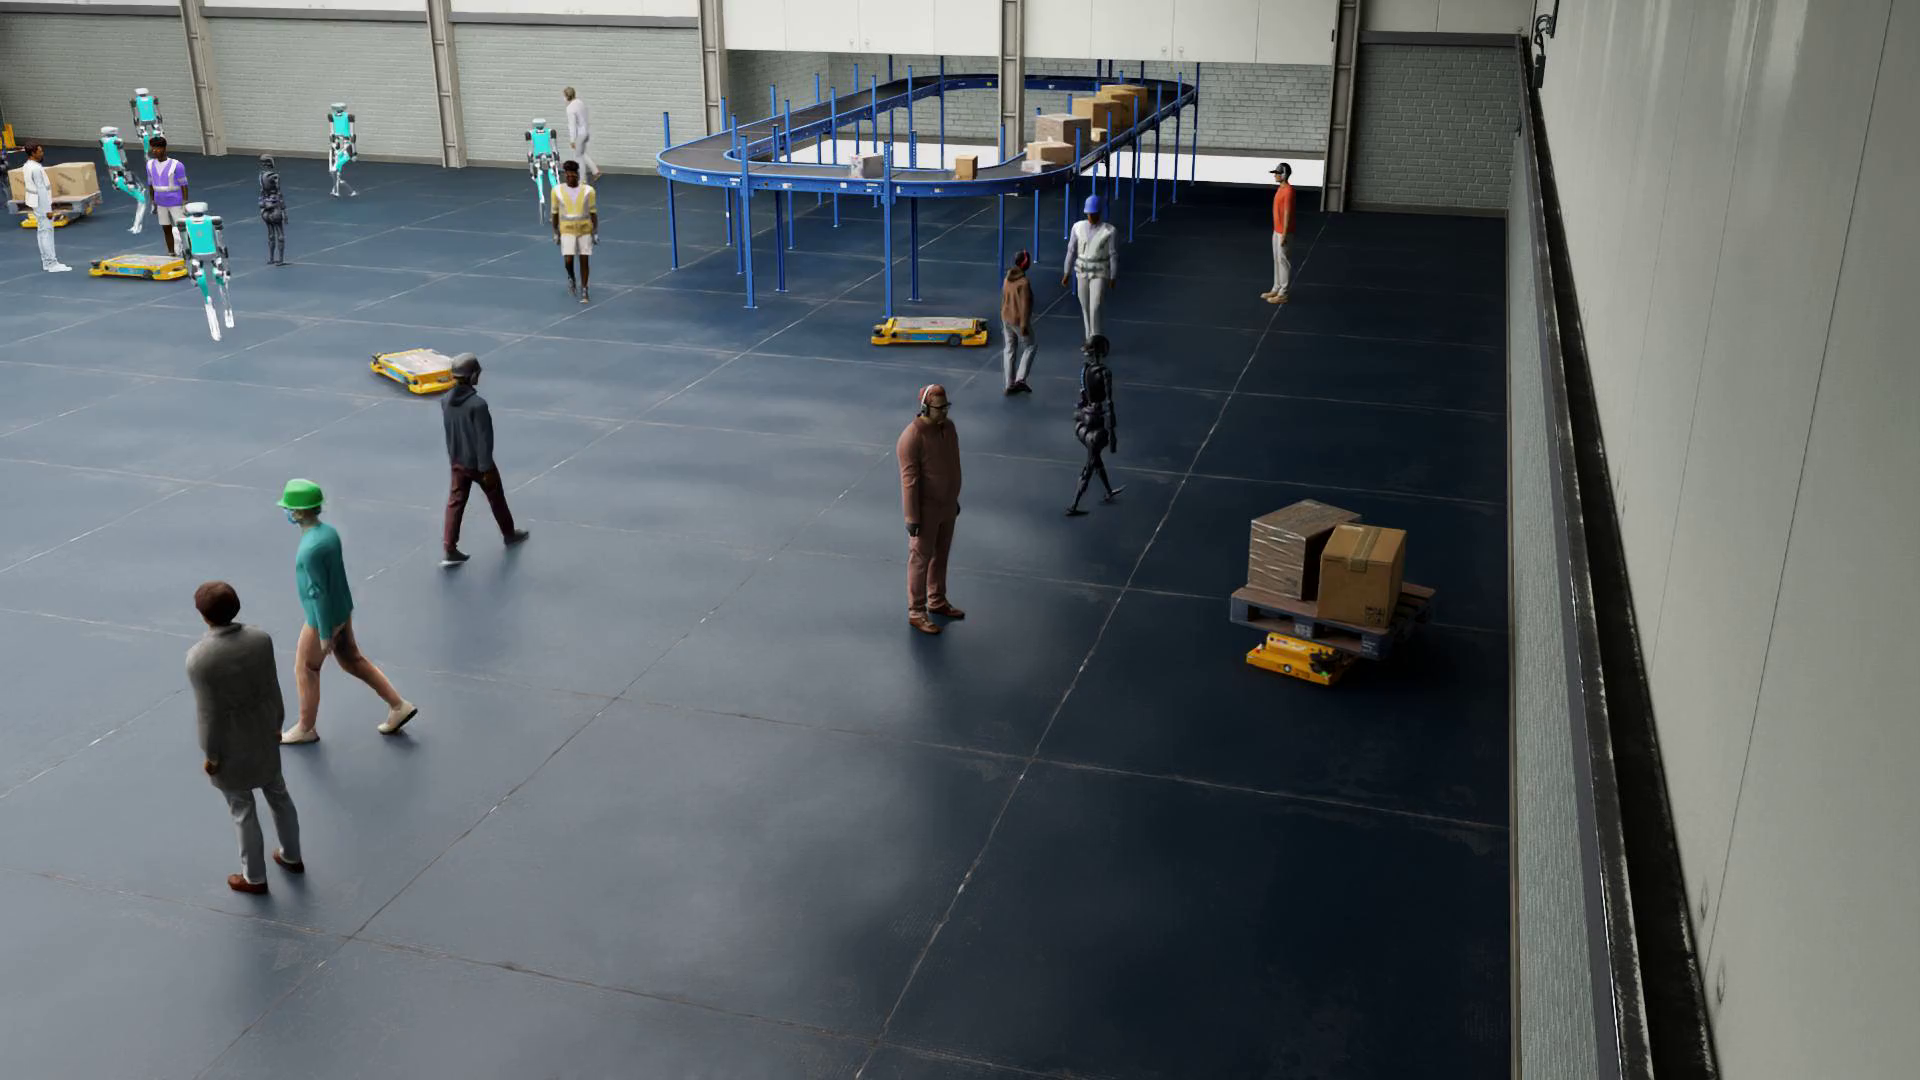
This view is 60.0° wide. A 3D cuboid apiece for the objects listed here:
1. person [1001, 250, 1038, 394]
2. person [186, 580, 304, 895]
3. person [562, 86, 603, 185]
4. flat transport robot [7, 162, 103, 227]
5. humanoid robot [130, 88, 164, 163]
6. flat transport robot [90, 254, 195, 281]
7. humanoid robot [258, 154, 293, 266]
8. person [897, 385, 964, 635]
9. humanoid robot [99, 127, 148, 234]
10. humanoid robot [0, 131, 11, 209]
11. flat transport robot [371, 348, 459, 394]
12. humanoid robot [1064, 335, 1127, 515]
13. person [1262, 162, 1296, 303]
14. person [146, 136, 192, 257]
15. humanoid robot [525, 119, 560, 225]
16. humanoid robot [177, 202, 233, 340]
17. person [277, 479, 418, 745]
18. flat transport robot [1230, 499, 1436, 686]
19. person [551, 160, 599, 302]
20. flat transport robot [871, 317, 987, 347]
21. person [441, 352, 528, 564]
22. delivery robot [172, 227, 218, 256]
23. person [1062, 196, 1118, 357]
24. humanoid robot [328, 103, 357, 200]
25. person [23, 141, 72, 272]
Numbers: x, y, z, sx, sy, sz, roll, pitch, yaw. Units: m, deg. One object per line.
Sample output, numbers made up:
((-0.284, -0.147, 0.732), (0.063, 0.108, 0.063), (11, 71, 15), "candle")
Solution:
((0.662, -2.428, 18.576), (0.409, 1.632, 0.455), (-16, 27, -36), "person")
((-3.970, 1.087, 9.190), (0.360, 1.830, 0.514), (13, 25, 30), "person")
((-7.312, -7.763, 32.041), (0.544, 1.914, 0.676), (3, 21, 7), "person")
((-15.641, -5.647, 28.823), (0.659, 0.231, 1.431), (-3, 21, -7), "flat transport robot")
((-16.344, -8.208, 33.461), (0.532, 1.769, 0.873), (-15, 26, -34), "humanoid robot")
((-12.093, -4.048, 24.677), (1.431, 0.231, 0.659), (6, 22, 15), "flat transport robot")
((-10.413, -5.010, 25.214), (0.590, 1.654, 0.323), (16, 26, 35), "humanoid robot")
((-0.189, -0.249, 12.551), (0.411, 1.906, 0.654), (13, 25, 30), "person")
((-13.822, -6.016, 27.734), (0.531, 1.777, 0.693), (11, 24, 27), "humanoid robot")
((-17.329, -6.774, 29.788), (0.477, 1.646, 0.589), (9, 23, 22), "humanoid robot")
((-6.247, -1.969, 19.284), (0.659, 0.231, 1.431), (-17, 27, -37), "flat transport robot")
((1.266, -1.052, 14.989), (0.740, 1.626, 0.588), (-10, 23, -24), "humanoid robot")
((4.392, -4.224, 22.873), (0.417, 1.908, 0.473), (-2, 21, -6), "person")
((-11.870, -5.065, 24.959), (0.612, 1.963, 0.361), (3, 21, 8), "person")
((-7.041, -6.175, 28.315), (0.541, 1.900, 0.724), (-7, 22, -19), "humanoid robot")
((-9.539, -3.465, 21.192), (0.531, 1.777, 1.003), (-6, 22, -15), "humanoid robot")
((-4.074, 0.465, 10.794), (0.905, 1.838, 0.527), (-1, 21, -3), "person")
((2.751, 0.683, 12.407), (0.659, 0.231, 1.431), (15, 26, 33), "flat transport robot")
((-5.263, -4.233, 22.816), (0.627, 1.951, 0.427), (-6, 22, -16), "person")
((-0.381, -2.631, 21.001), (1.431, 0.231, 0.659), (1, 21, 2), "flat transport robot")
((-4.090, -0.704, 13.920), (0.565, 1.763, 0.929), (11, 23, 25), "person")
((-11.986, -4.701, 25.953), (0.757, 0.580, 0.499), (20, 29, 41), "delivery robot")
((1.532, -3.188, 20.148), (0.619, 1.925, 0.729), (12, 24, 29), "person")
((-11.509, -7.106, 30.647), (0.531, 1.776, 1.014), (5, 22, 14), "humanoid robot")
((-13.663, -4.960, 24.754), (0.393, 1.919, 0.590), (-17, 27, -37), "person")
